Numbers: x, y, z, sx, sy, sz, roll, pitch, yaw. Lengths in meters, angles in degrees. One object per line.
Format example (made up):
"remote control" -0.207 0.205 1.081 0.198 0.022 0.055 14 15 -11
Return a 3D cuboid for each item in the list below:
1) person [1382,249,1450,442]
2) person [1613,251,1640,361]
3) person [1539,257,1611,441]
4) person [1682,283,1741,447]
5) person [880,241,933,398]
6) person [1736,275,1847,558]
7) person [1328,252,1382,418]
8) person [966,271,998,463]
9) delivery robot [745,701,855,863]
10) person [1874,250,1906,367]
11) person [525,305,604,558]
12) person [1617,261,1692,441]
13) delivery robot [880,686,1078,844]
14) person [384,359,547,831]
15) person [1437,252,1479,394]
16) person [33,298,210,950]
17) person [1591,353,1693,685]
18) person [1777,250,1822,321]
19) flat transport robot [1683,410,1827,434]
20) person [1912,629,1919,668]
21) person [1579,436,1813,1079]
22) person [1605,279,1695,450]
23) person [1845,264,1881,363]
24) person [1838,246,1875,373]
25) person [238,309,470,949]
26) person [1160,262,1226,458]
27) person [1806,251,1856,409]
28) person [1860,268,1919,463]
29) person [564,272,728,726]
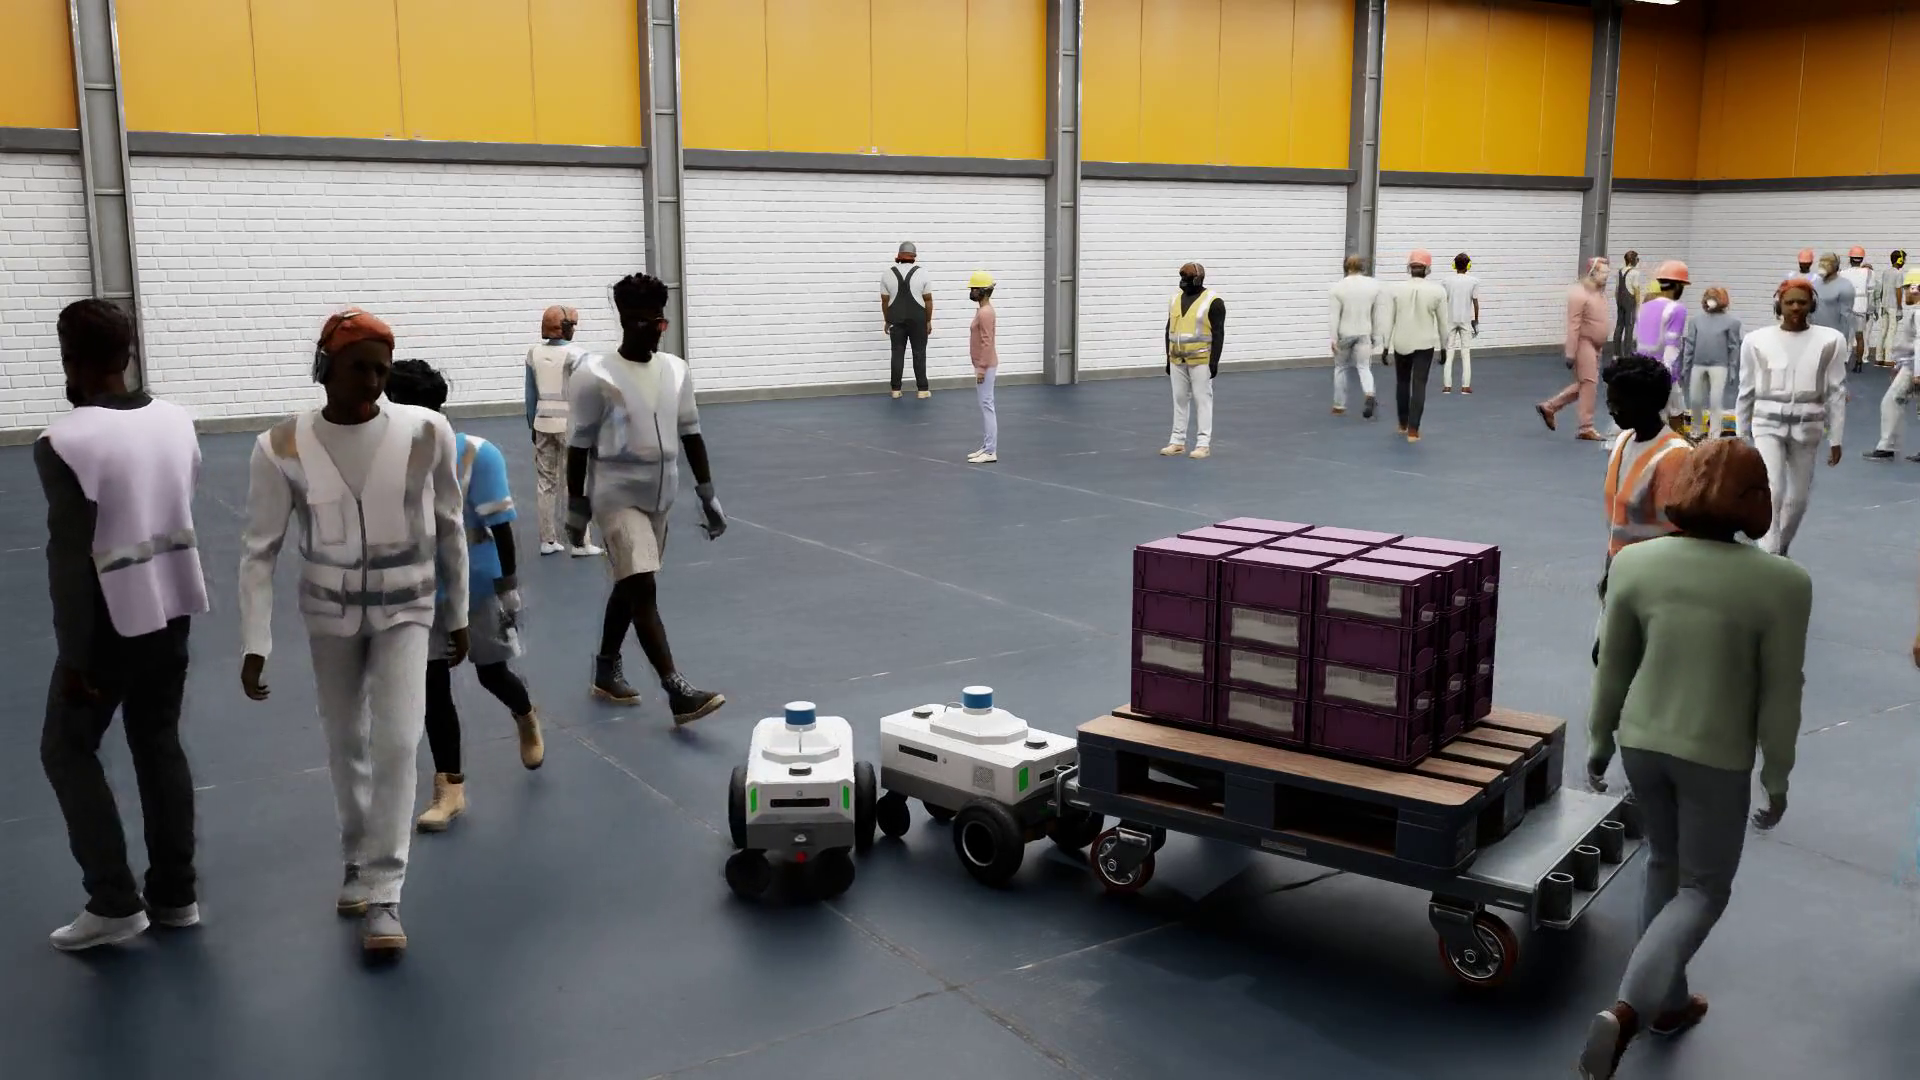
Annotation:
"person" 4.718 -2.012 17.178 0.657 1.937 1.014 4 11 22
"person" 11.169 -3.904 27.811 0.345 1.846 0.508 -4 11 -22
"person" 6.369 -1.971 17.132 0.710 1.878 0.660 9 13 39
"person" 7.332 -1.685 16.258 0.304 1.639 0.509 -10 14 -44
"person" -0.668 -2.861 21.554 0.678 2.000 0.537 2 10 10
"person" 4.932 -0.646 9.924 0.583 1.857 0.839 4 11 20
"person" 4.533 -2.343 19.086 0.633 1.914 0.857 -1 10 -3
"person" 0.200 -1.597 15.380 0.310 1.768 0.533 0 10 1
"delivery robot" -0.519 0.774 5.449 0.477 0.478 0.707 -1 10 -5
"person" 14.940 -3.701 26.641 0.329 1.868 0.512 0 10 -3
"person" -2.586 -0.700 10.818 0.523 1.636 0.310 4 11 22
"person" 5.877 -1.384 13.914 1.059 1.868 0.557 -4 11 -20
"delivery robot" 0.059 0.739 5.641 0.707 0.478 0.477 9 14 42
"person" -1.797 0.160 6.021 0.579 1.662 0.695 2 11 10
"person" 6.623 -2.873 22.092 0.530 1.869 0.311 4 11 19
"person" -2.480 0.249 4.892 0.508 1.899 0.605 3 11 15
"person" 2.536 0.158 6.015 0.479 1.664 0.627 0 10 -1
"person" 13.166 -3.598 26.046 0.565 1.884 1.022 10 14 43
"flat transport robot" 8.310 -1.255 17.605 1.431 0.197 0.652 1 10 6
"person" 3.290 0.249 5.107 0.609 1.814 0.646 6 12 31
"person" 1.759 0.544 4.105 0.713 1.598 0.508 -9 13 -39
"person" 6.681 -1.680 16.028 0.876 1.697 0.497 2 10 8
"person" 14.886 -3.735 27.454 0.523 1.636 0.311 4 11 20
"person" 13.670 -3.526 25.481 0.542 1.939 0.366 2 10 10
"person" -1.769 0.264 4.905 0.627 1.854 0.764 -2 11 -13
"person" 2.189 -1.694 15.714 0.624 1.841 0.430 10 14 43
"person" 9.582 -2.207 18.296 0.648 1.926 0.634 -3 11 -15
"person" 8.709 -1.594 15.295 0.771 1.786 0.602 8 13 37
"person" -1.303 -0.170 7.132 1.003 1.906 0.614 8 13 37
